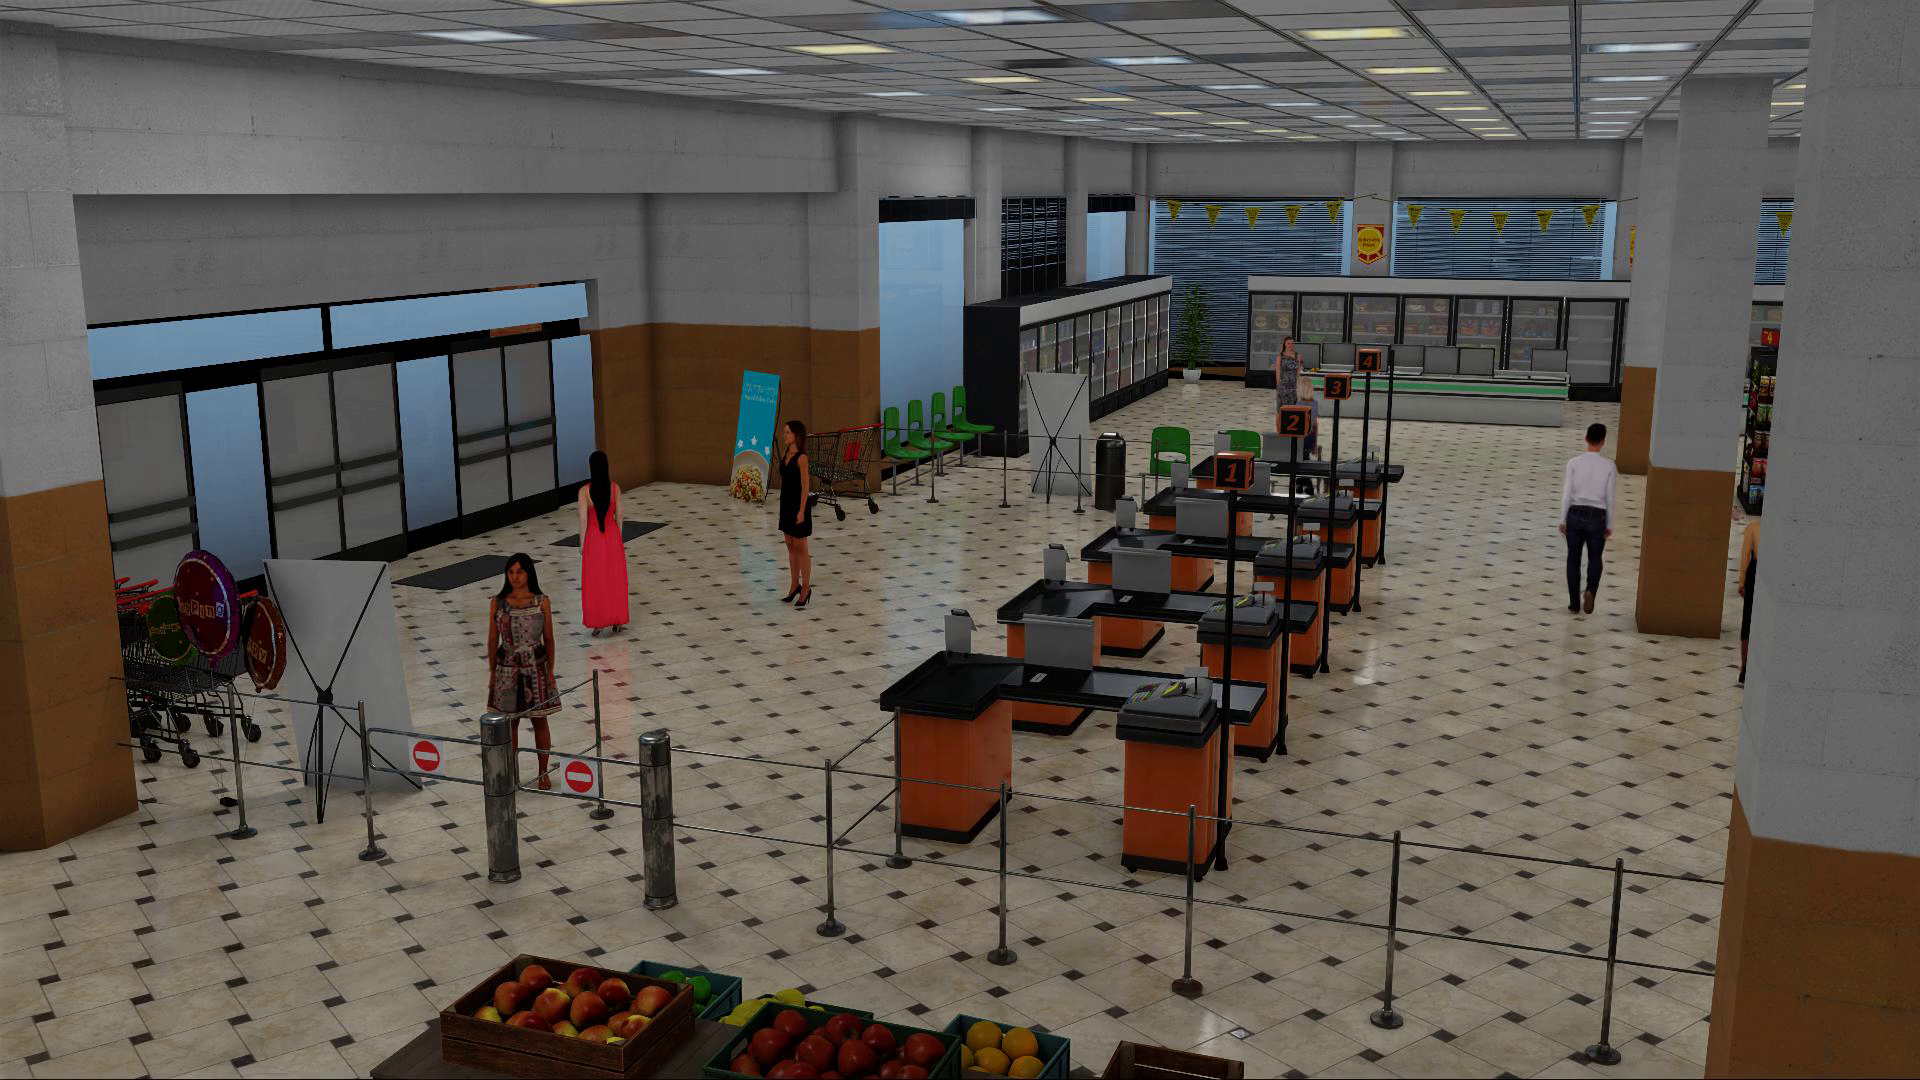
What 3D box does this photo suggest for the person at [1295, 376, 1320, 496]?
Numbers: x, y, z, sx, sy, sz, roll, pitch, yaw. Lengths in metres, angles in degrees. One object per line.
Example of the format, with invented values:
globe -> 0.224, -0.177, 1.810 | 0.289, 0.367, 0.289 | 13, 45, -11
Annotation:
person -> 4.442, -1.204, 21.132 | 0.749, 1.702, 0.860 | -11, 16, -42

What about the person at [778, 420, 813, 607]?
person -> -1.616, -0.265, 16.352 | 0.726, 1.835, 0.631 | -9, 15, -36

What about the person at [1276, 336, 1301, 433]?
person -> 5.359, -2.483, 27.208 | 0.588, 1.701, 0.696 | -2, 12, -9

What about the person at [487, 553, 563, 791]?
person -> -2.973, 0.890, 11.327 | 0.636, 1.645, 0.784 | -1, 12, -6

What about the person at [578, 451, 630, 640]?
person -> -3.263, 0.036, 15.181 | 0.714, 1.727, 0.749 | -8, 14, -33

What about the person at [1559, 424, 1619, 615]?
person -> 5.977, -0.166, 15.846 | 0.804, 1.850, 0.688 | 4, 13, 18
